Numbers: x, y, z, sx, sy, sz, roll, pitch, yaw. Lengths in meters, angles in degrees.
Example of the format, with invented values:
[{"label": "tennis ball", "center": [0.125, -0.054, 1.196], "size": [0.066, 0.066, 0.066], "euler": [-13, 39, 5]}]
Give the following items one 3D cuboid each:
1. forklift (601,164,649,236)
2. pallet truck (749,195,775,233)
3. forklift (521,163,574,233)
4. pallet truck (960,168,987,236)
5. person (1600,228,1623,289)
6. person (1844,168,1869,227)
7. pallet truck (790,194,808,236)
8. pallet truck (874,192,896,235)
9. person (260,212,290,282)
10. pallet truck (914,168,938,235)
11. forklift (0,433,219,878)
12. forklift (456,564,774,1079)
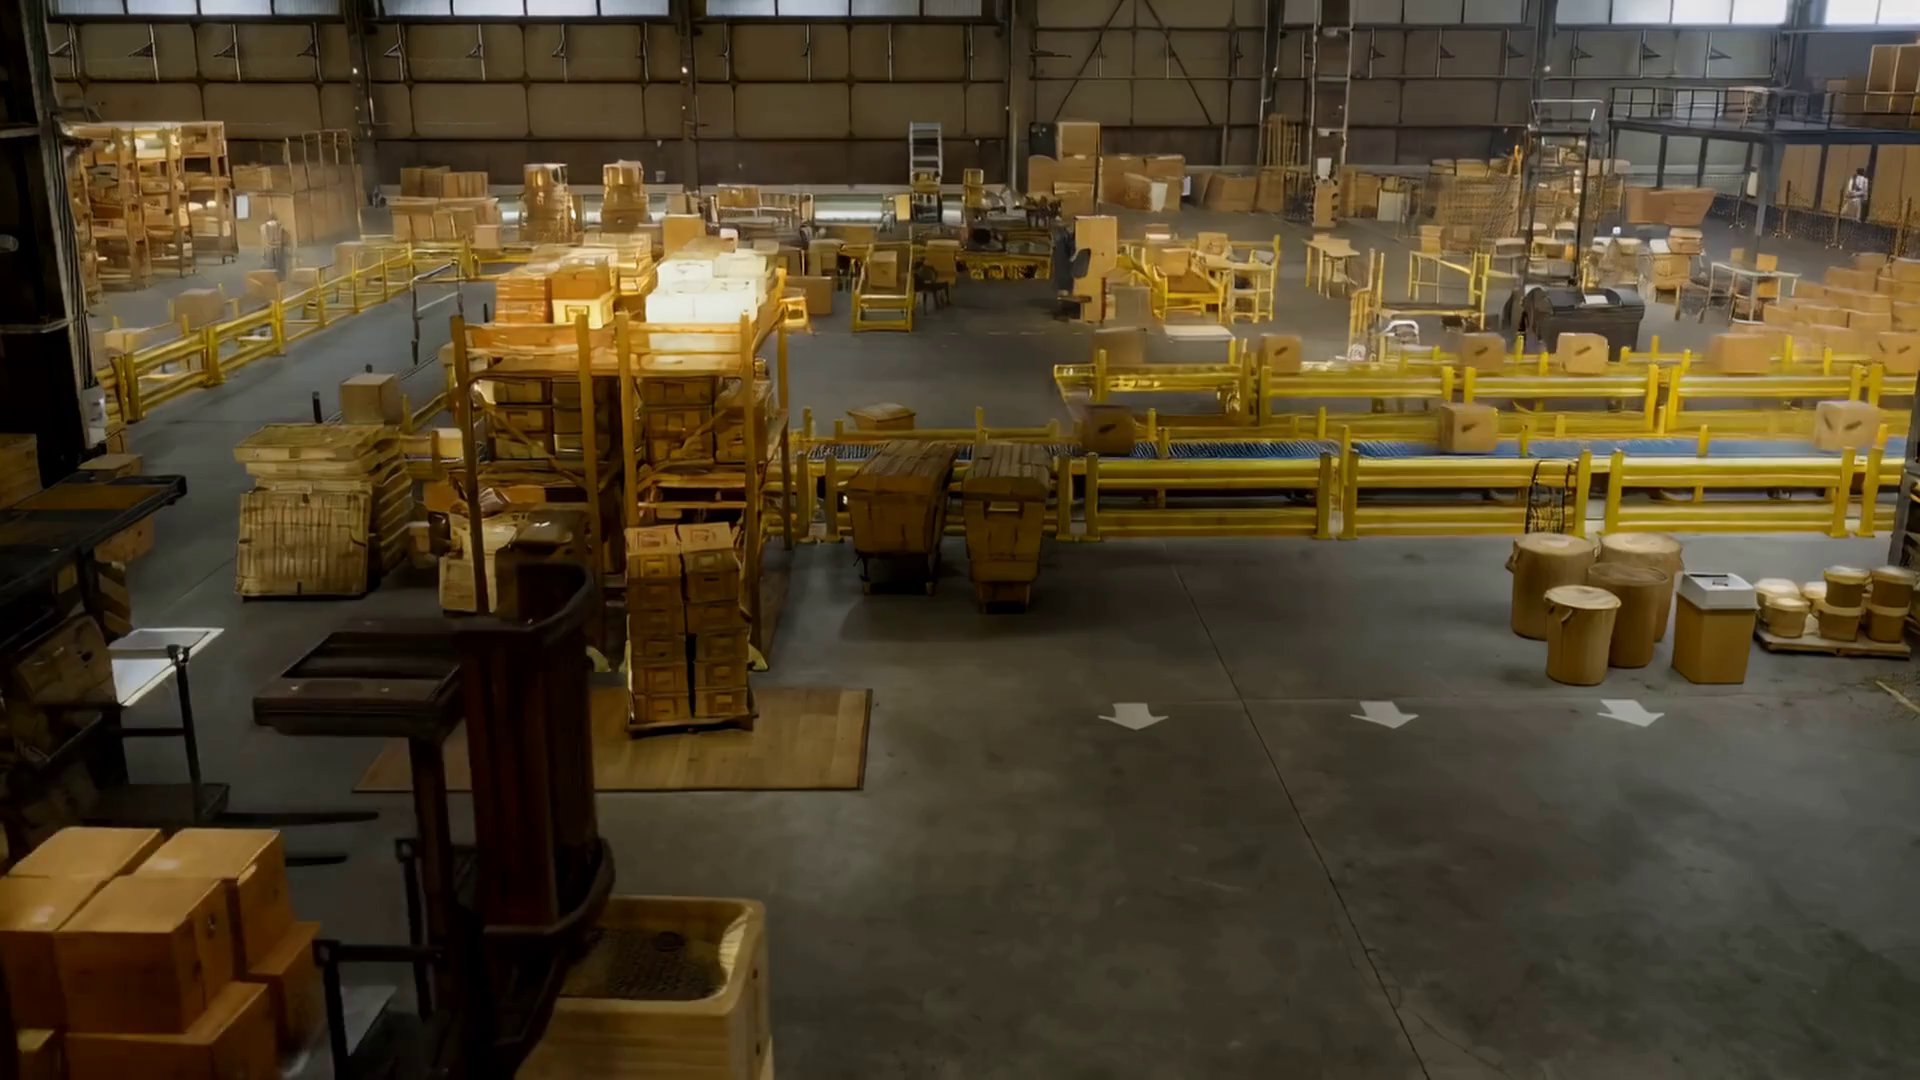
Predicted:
[{"label": "forklift", "center": [-9.948, -10.127, 49.296], "size": [1.157, 1.987, 2.680], "euler": [-1, 16, -3]}, {"label": "pallet truck", "center": [-6.051, -9.967, 50.660], "size": [0.680, 1.201, 1.601], "euler": [0, 16, -1]}, {"label": "forklift", "center": [-12.233, -10.122, 49.298], "size": [1.157, 1.987, 2.680], "euler": [0, 16, -1]}, {"label": "pallet truck", "center": [0.383, -10.230, 50.206], "size": [0.823, 1.965, 1.885], "euler": [-1, 16, -3]}, {"label": "person", "center": [13.473, -5.551, 34.358], "size": [0.533, 1.765, 0.326], "euler": [-8, 18, -26]}, {"label": "person", "center": [28.438, -10.874, 52.771], "size": [0.577, 1.820, 1.028], "euler": [-1, 16, -4]}, {"label": "pallet truck", "center": [-4.814, -9.883, 50.259], "size": [0.704, 1.261, 1.522], "euler": [-1, 16, -3]}, {"label": "pallet truck", "center": [-2.277, -9.986, 50.594], "size": [0.653, 1.274, 1.630], "euler": [0, 16, -1]}, {"label": "person", "center": [-15.429, -6.457, 37.457], "size": [0.599, 1.793, 0.885], "euler": [-4, 16, -13]}, {"label": "pallet truck", "center": [-0.989, -10.316, 50.507], "size": [0.823, 1.965, 1.885], "euler": [1, 16, 3]}, {"label": "forklift", "center": [-5.952, 0.780, 10.366], "size": [1.873, 2.768, 1.129], "euler": [0, 16, -1]}, {"label": "forklift", "center": [-1.891, 1.559, 7.657], "size": [1.873, 2.768, 1.129], "euler": [1, 16, 2]}]
